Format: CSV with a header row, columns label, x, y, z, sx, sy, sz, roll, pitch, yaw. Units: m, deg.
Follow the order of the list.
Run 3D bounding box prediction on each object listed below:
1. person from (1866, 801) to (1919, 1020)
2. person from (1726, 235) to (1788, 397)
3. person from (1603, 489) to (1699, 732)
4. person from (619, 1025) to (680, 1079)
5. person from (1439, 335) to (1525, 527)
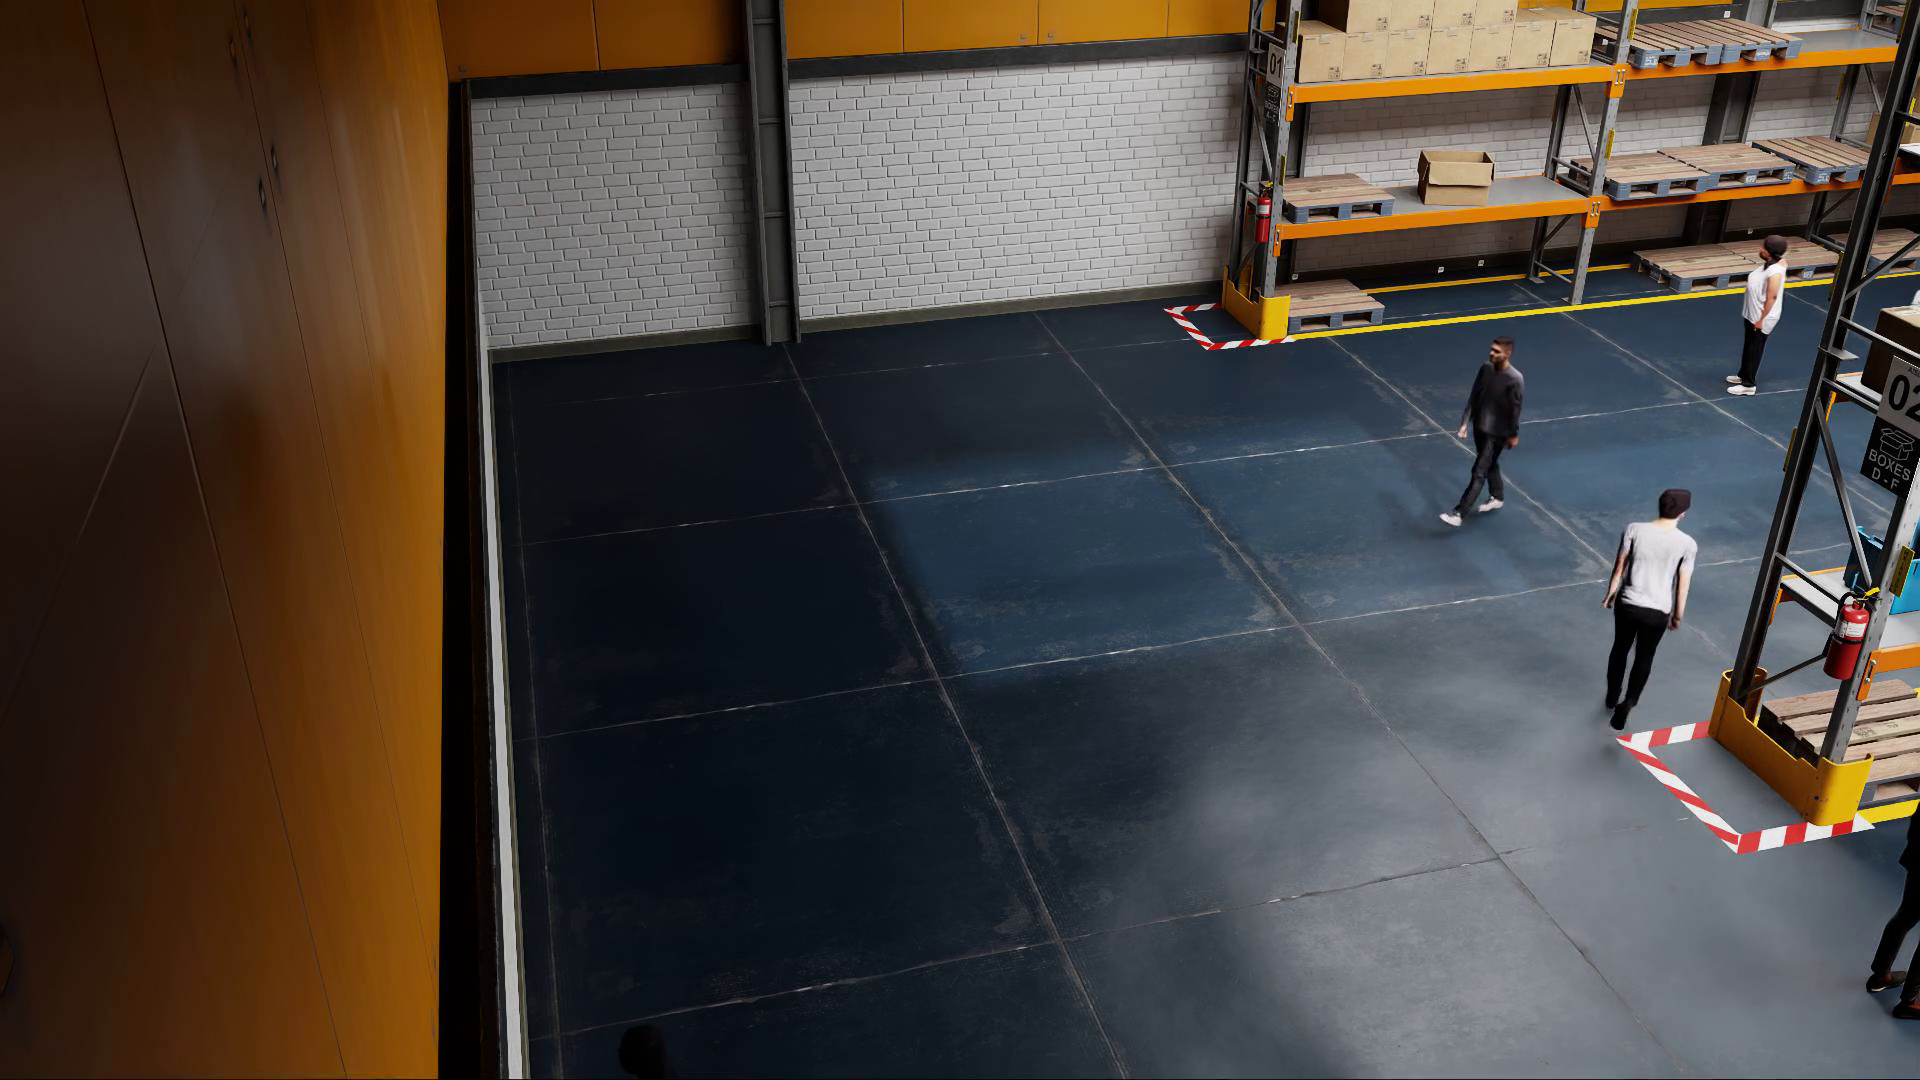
label,x,y,z,sx,sy,sz,roll,pitch,yaw
person,5.471,1.883,9.280,0.546,1.801,0.668,-6,29,-11
person,8.224,-2.332,17.127,0.807,1.687,0.766,12,31,21
person,4.817,0.511,11.760,1.061,1.835,1.132,15,32,26
person,-1.347,2.859,7.520,0.665,1.774,0.663,-6,29,-10
person,4.721,-0.969,14.597,1.172,1.717,0.835,-16,32,-26
